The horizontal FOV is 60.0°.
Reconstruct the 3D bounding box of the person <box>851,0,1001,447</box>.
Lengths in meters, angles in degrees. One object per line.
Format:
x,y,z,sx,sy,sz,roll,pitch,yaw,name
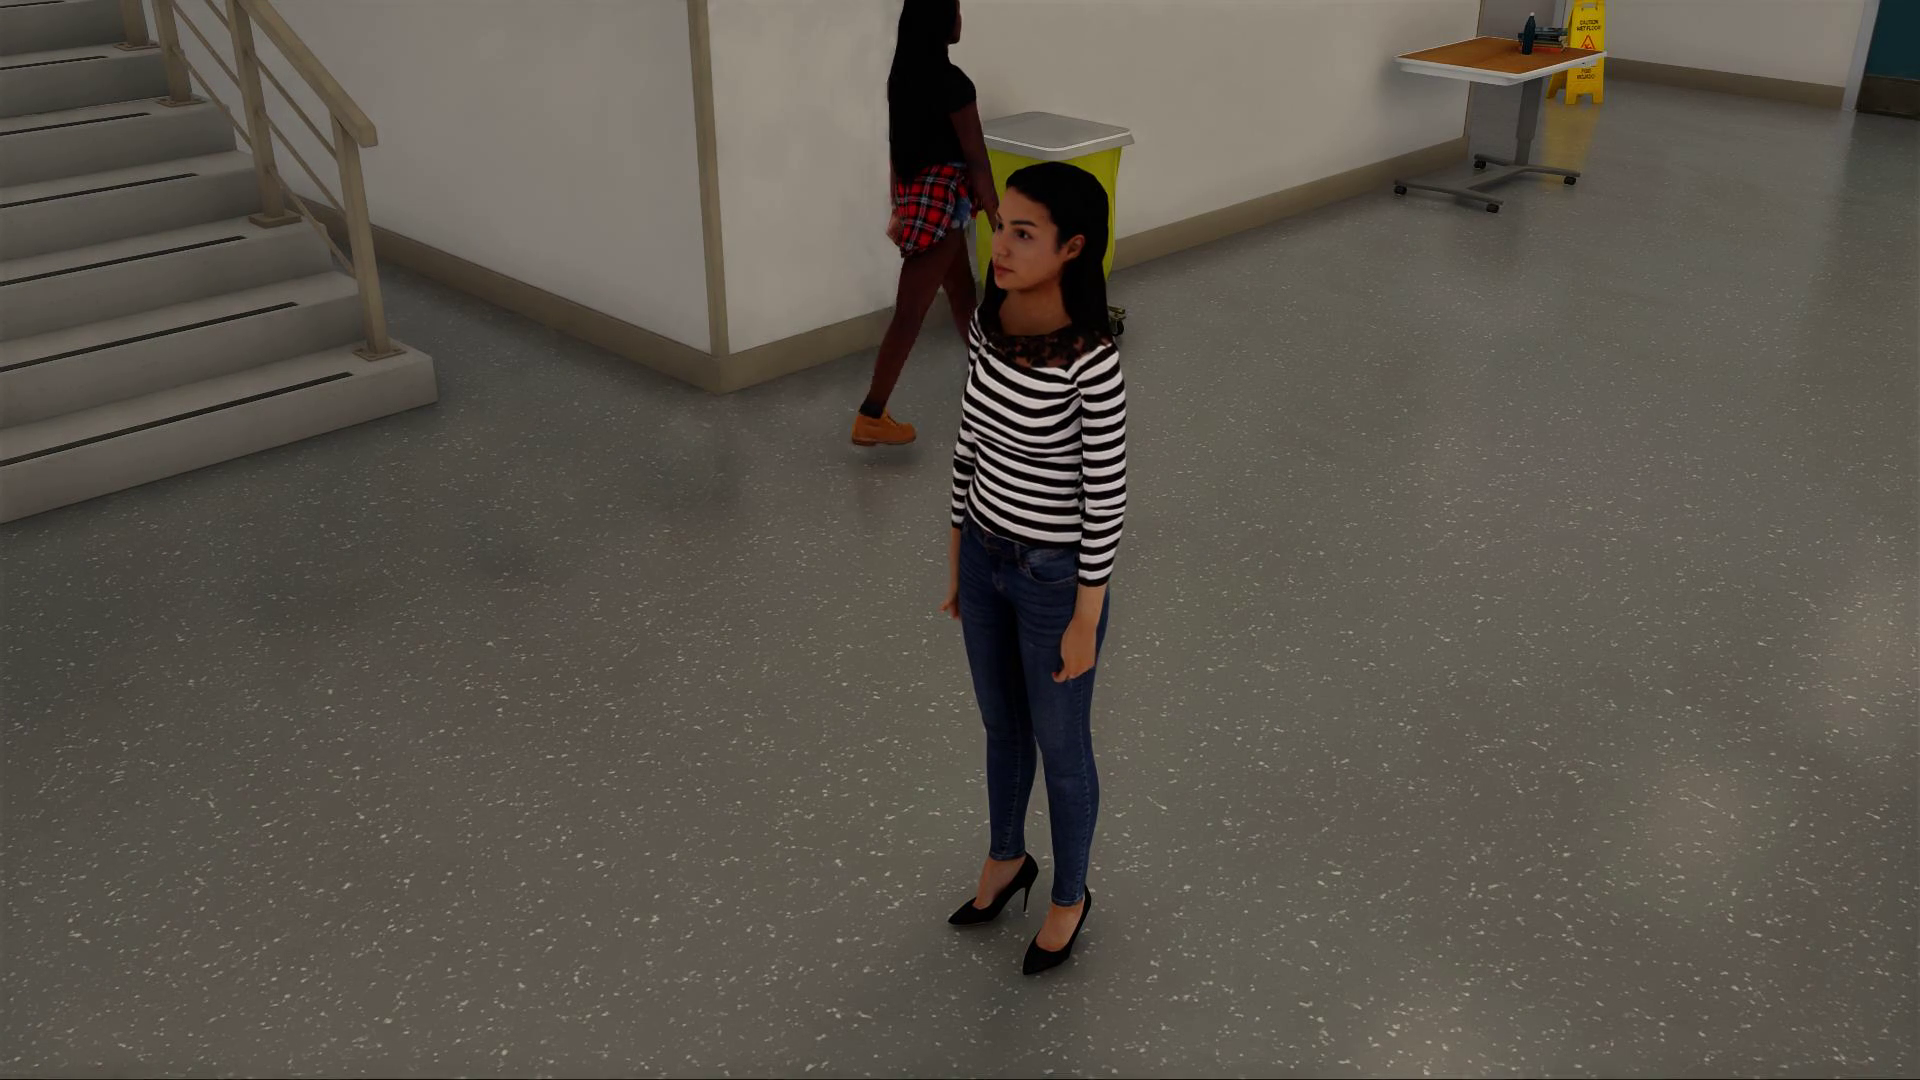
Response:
-0.161,-1.137,6.165,0.826,1.677,1.169,-16,30,-30,person

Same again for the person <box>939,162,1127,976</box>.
0.155,0.106,3.452,0.652,1.796,0.434,-20,32,-36,person
